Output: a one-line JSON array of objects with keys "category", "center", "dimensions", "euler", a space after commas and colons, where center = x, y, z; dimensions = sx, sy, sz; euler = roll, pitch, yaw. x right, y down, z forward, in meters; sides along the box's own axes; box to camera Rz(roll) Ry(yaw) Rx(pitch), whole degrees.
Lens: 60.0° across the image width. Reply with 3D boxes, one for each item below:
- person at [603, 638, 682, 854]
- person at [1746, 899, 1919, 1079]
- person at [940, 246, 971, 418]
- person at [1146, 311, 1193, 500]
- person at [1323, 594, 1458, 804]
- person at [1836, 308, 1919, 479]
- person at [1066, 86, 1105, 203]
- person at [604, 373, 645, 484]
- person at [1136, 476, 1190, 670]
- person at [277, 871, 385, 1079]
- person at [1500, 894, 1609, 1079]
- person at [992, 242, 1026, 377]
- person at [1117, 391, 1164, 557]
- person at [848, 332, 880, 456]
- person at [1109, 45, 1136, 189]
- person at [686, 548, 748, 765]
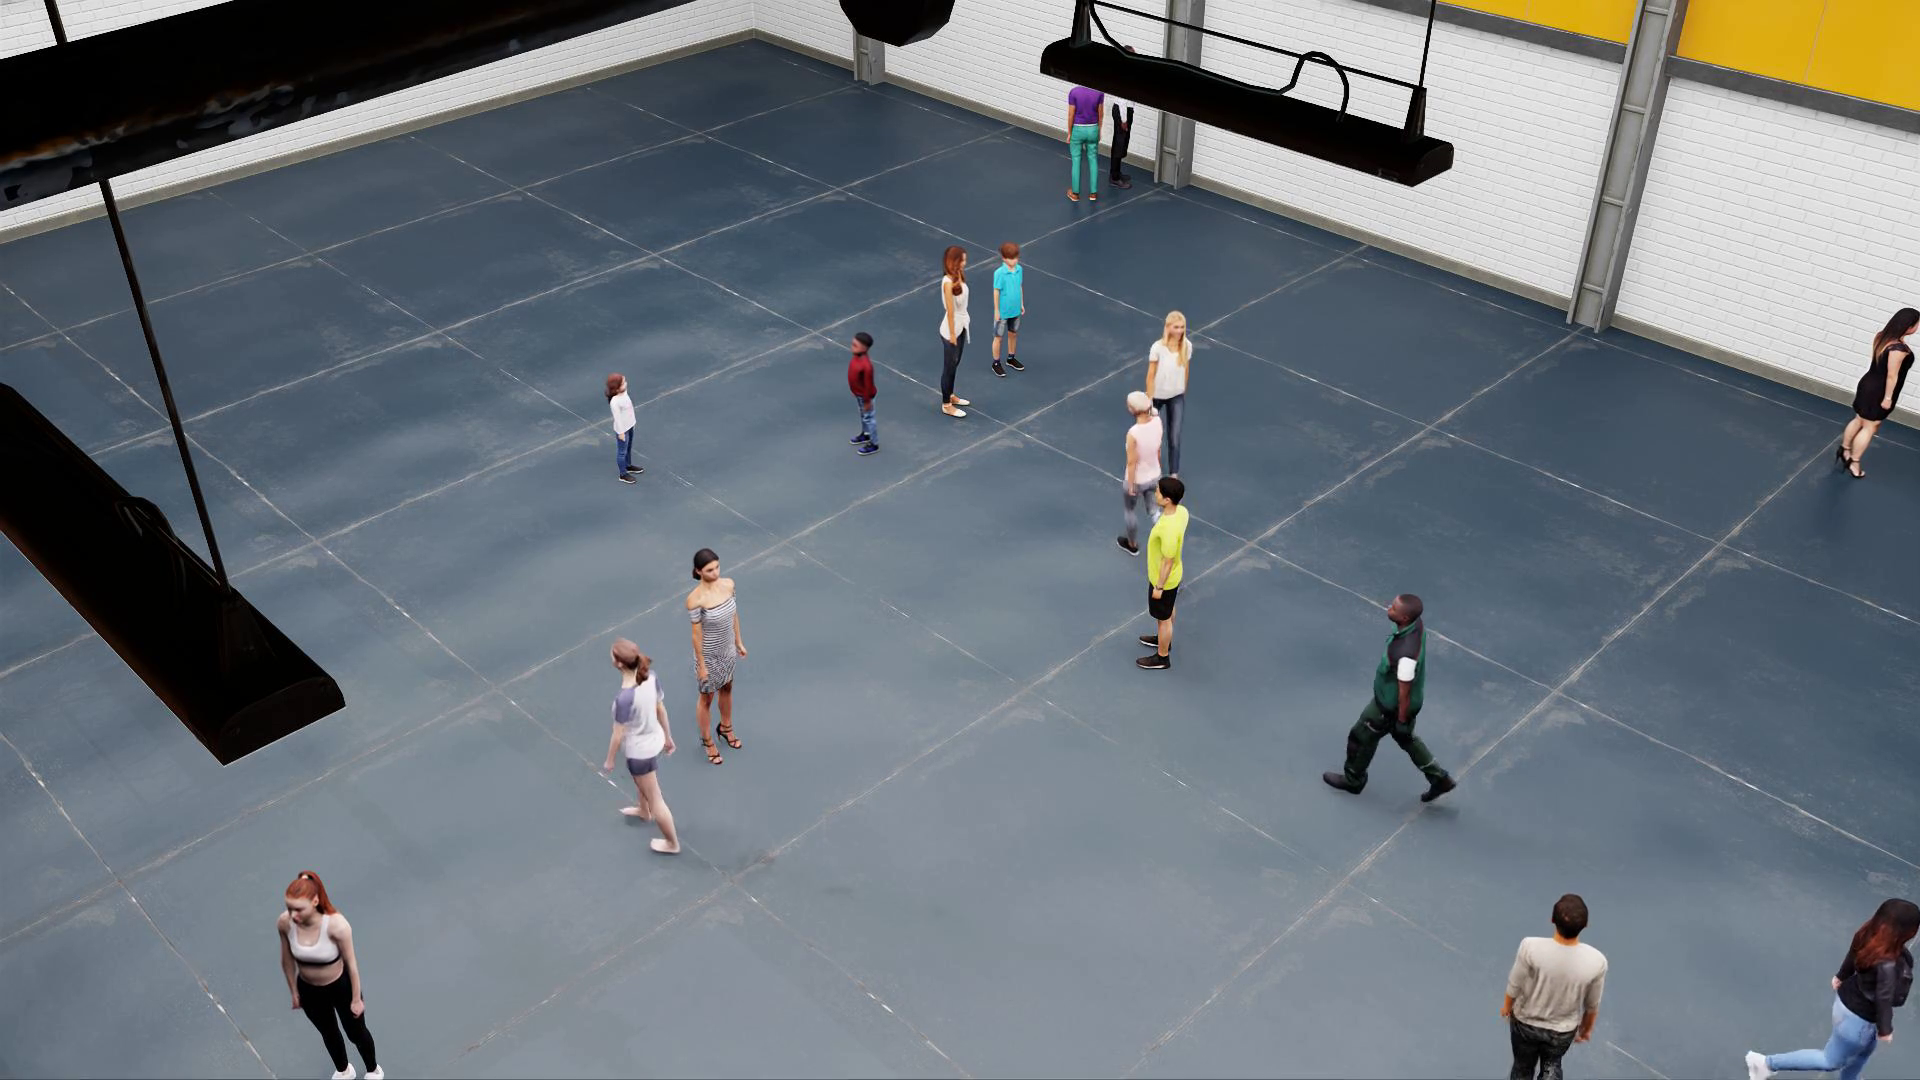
[{"category": "person", "center": [-2.075, 1.444, 11.315], "dimensions": [0.913, 1.747, 0.768], "euler": [10, 35, 15]}, {"category": "person", "center": [5.092, 2.693, 9.561], "dimensions": [1.110, 1.608, 0.874], "euler": [11, 35, 17]}, {"category": "person", "center": [-0.076, -2.103, 16.618], "dimensions": [0.689, 1.783, 0.676], "euler": [8, 34, 12]}, {"category": "person", "center": [1.863, -1.332, 15.485], "dimensions": [1.086, 1.753, 1.262], "euler": [-5, 34, -7]}, {"category": "person", "center": [3.156, 1.150, 11.703], "dimensions": [1.257, 1.808, 0.965], "euler": [13, 36, 19]}, {"category": "person", "center": [8.604, -1.388, 15.608], "dimensions": [0.779, 1.712, 0.745], "euler": [5, 34, 8]}, {"category": "person", "center": [1.602, -5.225, 21.331], "dimensions": [0.704, 1.767, 0.739], "euler": [-4, 34, -6]}, {"category": "person", "center": [-3.182, -1.086, 15.700], "dimensions": [0.591, 1.107, 0.539], "euler": [6, 34, 8]}, {"category": "person", "center": [1.630, 0.238, 13.163], "dimensions": [0.720, 1.709, 0.703], "euler": [7, 34, 10]}, {"category": "person", "center": [-3.634, 2.590, 9.598], "dimensions": [0.645, 1.740, 0.730], "euler": [4, 34, 6]}, {"category": "person", "center": [3.276, 2.749, 9.307], "dimensions": [0.835, 1.797, 0.886], "euler": [8, 34, 12]}, {"category": "person", "center": [0.496, -2.448, 17.440], "dimensions": [0.549, 1.450, 0.526], "euler": [-22, 39, -29]}, {"category": "person", "center": [1.624, -0.481, 14.264], "dimensions": [0.768, 1.688, 1.067], "euler": [-16, 37, -23]}, {"category": "person", "center": [-0.915, -1.441, 16.103], "dimensions": [0.631, 1.252, 0.533], "euler": [-11, 35, -17]}, {"category": "person", "center": [2.115, -5.558, 21.768], "dimensions": [0.758, 1.837, 0.709], "euler": [1, 34, 2]}, {"category": "person", "center": [-1.798, 0.834, 12.165], "dimensions": [0.548, 1.822, 0.609], "euler": [25, 41, 33]}]
